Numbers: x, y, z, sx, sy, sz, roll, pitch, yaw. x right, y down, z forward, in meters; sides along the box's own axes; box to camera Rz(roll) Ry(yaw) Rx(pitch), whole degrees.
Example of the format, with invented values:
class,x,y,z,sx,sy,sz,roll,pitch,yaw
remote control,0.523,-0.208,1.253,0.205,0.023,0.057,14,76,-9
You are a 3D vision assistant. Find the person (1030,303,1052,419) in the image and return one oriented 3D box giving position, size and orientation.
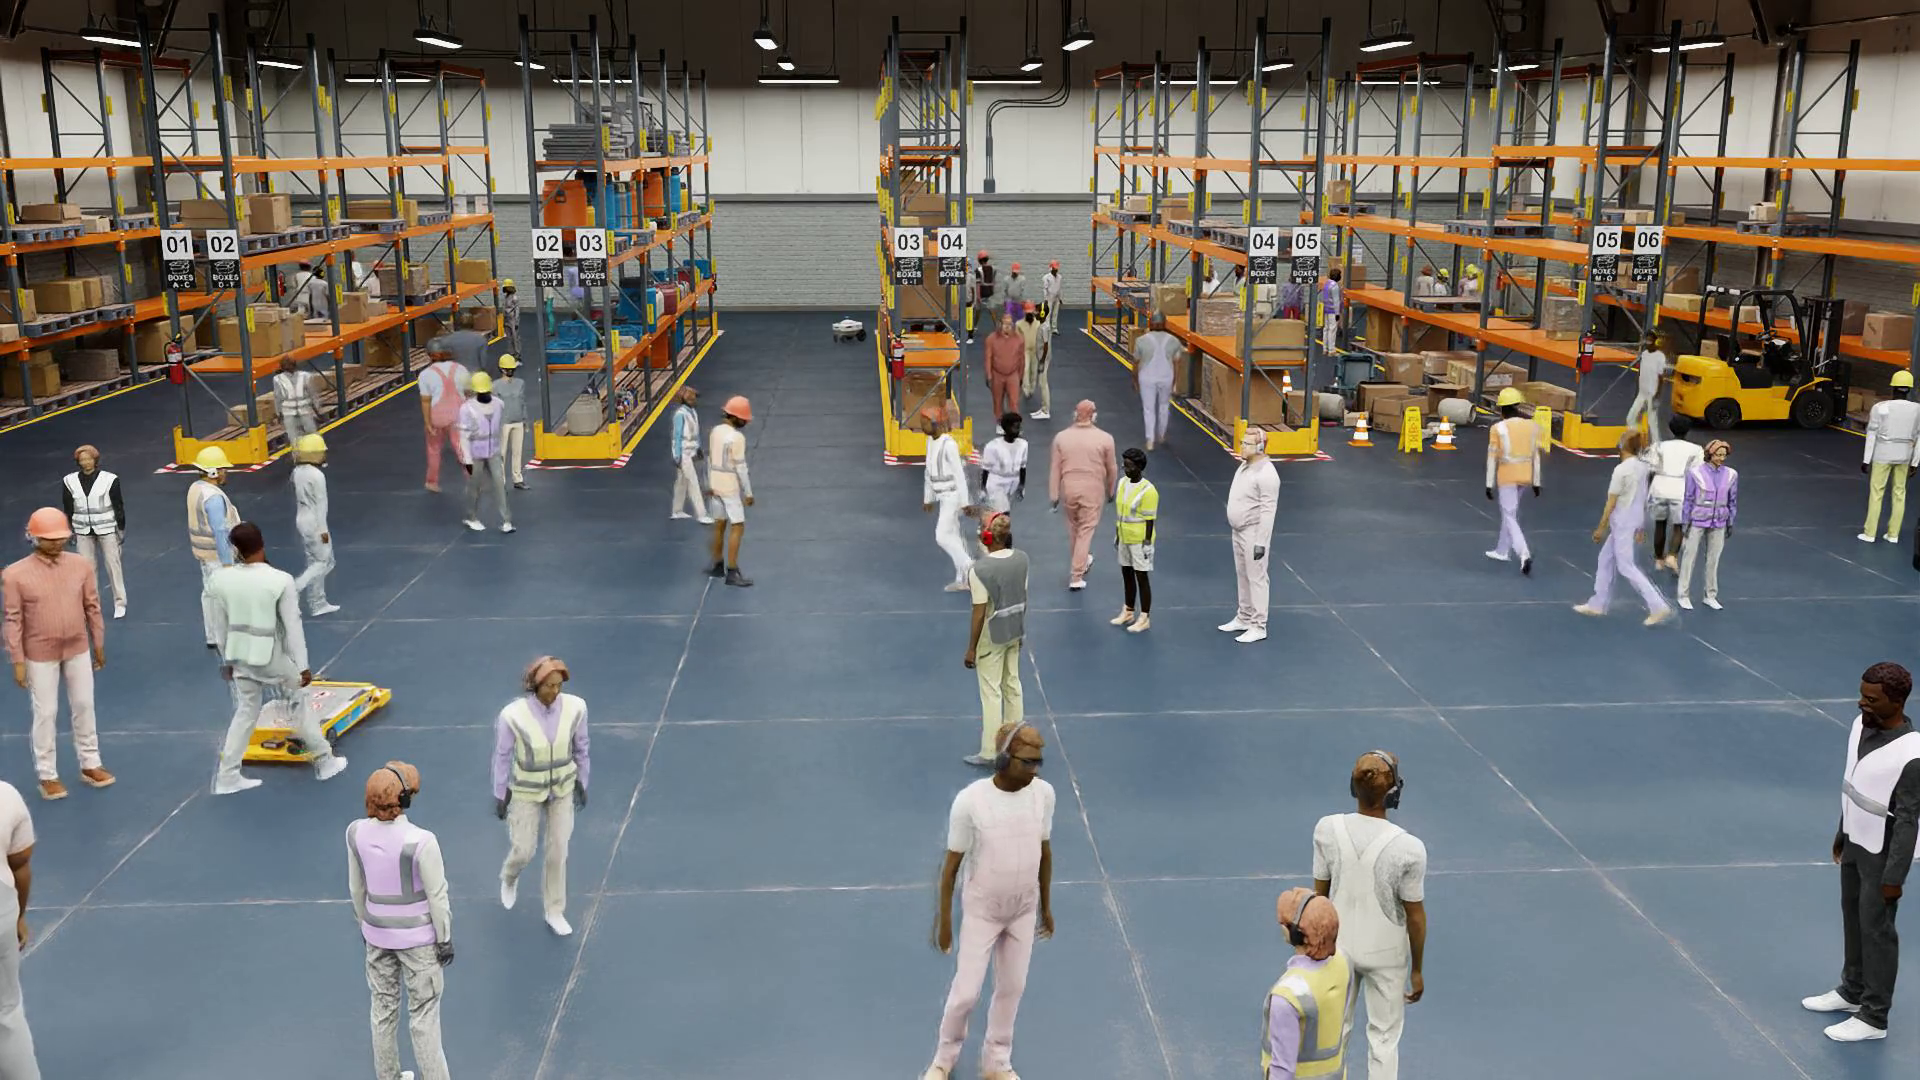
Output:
class,x,y,z,sx,sy,sz,roll,pitch,yaw
person,1.317,-2.895,26.896,0.328,1.872,0.513,0,13,0

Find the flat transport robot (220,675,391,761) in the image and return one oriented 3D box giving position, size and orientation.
class,x,y,z,sx,sy,sz,roll,pitch,yaw
flat transport robot,-4.878,1.319,12.471,0.652,0.197,1.431,1,13,4

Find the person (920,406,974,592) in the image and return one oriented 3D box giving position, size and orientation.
class,x,y,z,sx,sy,sz,roll,pitch,yaw
person,-0.117,-0.404,16.379,0.547,1.847,0.605,-4,14,-15

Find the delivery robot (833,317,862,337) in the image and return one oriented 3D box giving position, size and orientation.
class,x,y,z,sx,sy,sz,roll,pitch,yaw
delivery robot,-2.543,-4.801,37.587,0.477,0.478,0.707,11,17,40

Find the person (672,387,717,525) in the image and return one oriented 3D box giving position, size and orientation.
class,x,y,z,sx,sy,sz,roll,pitch,yaw
person,-3.092,-0.985,19.357,0.685,1.607,0.584,1,13,6

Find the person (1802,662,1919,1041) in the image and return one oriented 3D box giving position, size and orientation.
class,x,y,z,sx,sy,sz,roll,pitch,yaw
person,4.487,1.513,8.143,0.396,1.911,0.588,1,13,4

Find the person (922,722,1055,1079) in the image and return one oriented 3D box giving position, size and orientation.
class,x,y,z,sx,sy,sz,roll,pitch,yaw
person,0.129,1.688,7.610,0.618,1.824,0.459,-6,15,-26

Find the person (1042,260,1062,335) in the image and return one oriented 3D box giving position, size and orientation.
class,x,y,z,sx,sy,sz,roll,pitch,yaw
person,2.170,-5.625,38.705,0.563,1.755,0.320,-11,17,-39

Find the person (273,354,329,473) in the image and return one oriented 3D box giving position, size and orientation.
class,x,y,z,sx,sy,sz,roll,pitch,yaw
person,-8.938,-1.721,22.480,0.628,1.612,0.433,-8,15,-29

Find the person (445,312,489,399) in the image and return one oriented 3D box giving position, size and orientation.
class,x,y,z,sx,sy,sz,roll,pitch,yaw
person,-7.370,-2.441,24.893,0.634,1.915,0.787,-2,13,-8

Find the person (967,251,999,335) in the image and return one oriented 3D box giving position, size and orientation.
class,x,y,z,sx,sy,sz,roll,pitch,yaw
person,0.586,-5.697,38.544,0.610,1.994,1.071,-8,16,-32

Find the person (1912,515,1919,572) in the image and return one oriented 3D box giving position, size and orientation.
class,x,y,z,sx,sy,sz,roll,pitch,yaw
person,8.466,0.159,14.135,0.654,1.787,0.977,8,15,30

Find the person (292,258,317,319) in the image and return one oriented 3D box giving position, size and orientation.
class,x,y,z,sx,sy,sz,roll,pitch,yaw
person,-14.316,-5.192,36.411,0.617,1.984,1.098,0,13,0

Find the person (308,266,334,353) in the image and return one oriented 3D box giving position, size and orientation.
class,x,y,z,sx,sy,sz,roll,pitch,yaw
person,-13.616,-4.908,35.452,0.524,1.861,0.333,2,13,6

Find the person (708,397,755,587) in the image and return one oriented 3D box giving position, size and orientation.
class,x,y,z,sx,sy,sz,roll,pitch,yaw
person,-2.324,-0.514,16.782,0.410,1.897,0.753,-9,16,-34

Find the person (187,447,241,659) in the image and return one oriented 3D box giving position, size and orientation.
class,x,y,z,sx,sy,sz,roll,pitch,yaw
person,-6.365,0.105,14.274,0.404,1.827,0.601,-11,17,-39

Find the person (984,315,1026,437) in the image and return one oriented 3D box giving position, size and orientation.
class,x,y,z,sx,sy,sz,roll,pitch,yaw
person,0.681,-2.461,25.088,0.642,1.853,1.008,-1,13,-4

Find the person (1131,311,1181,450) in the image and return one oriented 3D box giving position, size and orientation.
class,x,y,z,sx,sy,sz,roll,pitch,yaw
person,2.853,-2.395,24.412,0.687,2.000,0.989,-1,13,-4

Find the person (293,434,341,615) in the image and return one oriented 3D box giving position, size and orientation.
class,x,y,z,sx,sy,sz,roll,pitch,yaw
person,-6.057,-0.119,15.435,0.549,1.721,0.504,-12,18,-42

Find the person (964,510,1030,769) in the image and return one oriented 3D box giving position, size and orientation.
class,x,y,z,sx,sy,sz,roll,pitch,yaw
person,0.265,0.701,11.707,0.390,1.850,0.564,11,17,40

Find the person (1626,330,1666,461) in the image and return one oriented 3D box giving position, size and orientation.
class,x,y,z,sx,sy,sz,roll,pitch,yaw
person,9.562,-2.004,23.173,0.637,1.842,0.556,-4,14,-17

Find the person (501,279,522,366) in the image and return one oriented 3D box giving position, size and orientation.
class,x,y,z,sx,sy,sz,roll,pitch,yaw
person,-9.024,-4.357,33.366,0.492,1.742,0.301,12,18,40

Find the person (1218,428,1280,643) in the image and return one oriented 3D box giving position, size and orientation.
class,x,y,z,sx,sy,sz,roll,pitch,yaw
person,2.565,-0.053,14.772,0.407,1.913,0.641,-3,14,-13

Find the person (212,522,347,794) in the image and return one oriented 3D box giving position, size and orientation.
class,x,y,z,sx,sy,sz,roll,pitch,yaw
person,-4.721,0.788,11.345,0.653,1.870,0.744,3,14,14

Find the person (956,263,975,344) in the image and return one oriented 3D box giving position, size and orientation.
class,x,y,z,sx,sy,sz,roll,pitch,yaw
person,0.104,-5.319,37.202,0.497,1.861,0.327,6,14,23

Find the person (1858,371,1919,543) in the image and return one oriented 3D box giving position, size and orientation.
class,x,y,z,sx,sy,sz,roll,pitch,yaw
person,10.306,-0.910,18.394,0.587,1.921,0.388,2,13,8

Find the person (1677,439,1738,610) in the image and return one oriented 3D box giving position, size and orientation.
class,x,y,z,sx,sy,sz,roll,pitch,yaw
person,7.080,-0.145,15.763,0.514,1.634,0.312,0,13,-1

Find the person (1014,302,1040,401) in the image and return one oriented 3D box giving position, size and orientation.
class,x,y,z,sx,sy,sz,roll,pitch,yaw
person,1.221,-3.285,28.914,0.564,1.701,0.937,-1,13,-4

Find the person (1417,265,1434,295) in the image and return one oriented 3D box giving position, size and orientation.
class,x,y,z,sx,sy,sz,roll,pitch,yaw
person,10.915,-5.626,38.992,0.311,1.625,0.517,-7,15,-28

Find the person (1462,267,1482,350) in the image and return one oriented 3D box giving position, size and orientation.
class,x,y,z,sx,sy,sz,roll,pitch,yaw
person,11.122,-5.038,36.151,0.643,1.787,0.529,-6,15,-25

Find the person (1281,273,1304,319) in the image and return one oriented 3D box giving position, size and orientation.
class,x,y,z,sx,sy,sz,roll,pitch,yaw
person,7.436,-5.208,37.226,0.500,1.629,0.289,0,13,-1

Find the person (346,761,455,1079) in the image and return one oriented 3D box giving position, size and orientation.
class,x,y,z,sx,sy,sz,roll,pitch,yaw
person,-2.516,1.795,7.525,0.511,1.640,0.308,5,14,20

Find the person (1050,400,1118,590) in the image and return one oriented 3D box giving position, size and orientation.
class,x,y,z,sx,sy,sz,roll,pitch,yaw
person,1.259,-0.474,16.681,0.632,1.846,0.975,6,15,25

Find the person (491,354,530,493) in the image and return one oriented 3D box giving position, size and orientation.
class,x,y,z,sx,sy,sz,roll,pitch,yaw
person,-5.711,-1.483,21.138,0.327,1.767,0.533,12,18,42

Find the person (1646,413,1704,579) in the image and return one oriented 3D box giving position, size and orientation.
class,x,y,z,sx,sy,sz,roll,pitch,yaw
person,7.265,-0.445,16.969,0.544,1.666,0.656,7,15,29

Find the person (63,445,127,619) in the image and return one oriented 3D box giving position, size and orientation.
class,x,y,z,sx,sy,sz,roll,pitch,yaw
person,-8.017,-0.072,15.436,0.525,1.637,0.307,-2,13,-7

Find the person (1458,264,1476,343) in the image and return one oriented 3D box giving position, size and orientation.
class,x,y,z,sx,sy,sz,roll,pitch,yaw
person,11.415,-5.293,37.279,0.525,1.769,0.308,9,16,34

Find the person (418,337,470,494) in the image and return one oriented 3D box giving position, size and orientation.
class,x,y,z,sx,sy,sz,roll,pitch,yaw
person,-6.467,-1.587,20.989,0.687,2.000,0.958,-11,17,-39

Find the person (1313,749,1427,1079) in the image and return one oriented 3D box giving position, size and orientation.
class,x,y,z,sx,sy,sz,roll,pitch,yaw
person,1.749,1.781,7.143,0.508,1.846,0.345,9,16,34

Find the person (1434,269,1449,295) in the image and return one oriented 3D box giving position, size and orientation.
class,x,y,z,sx,sy,sz,roll,pitch,yaw
person,10.369,-4.976,35.958,0.337,1.757,0.518,8,15,31

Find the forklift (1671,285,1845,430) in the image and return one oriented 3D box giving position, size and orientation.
class,x,y,z,sx,sy,sz,roll,pitch,yaw
forklift,12.503,-2.886,26.166,2.313,2.155,1.214,-1,13,-3

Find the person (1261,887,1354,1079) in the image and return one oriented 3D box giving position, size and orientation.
class,x,y,z,sx,sy,sz,roll,pitch,yaw
person,1.293,2.088,6.276,0.310,1.642,0.514,11,17,39

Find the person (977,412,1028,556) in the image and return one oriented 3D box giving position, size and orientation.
class,x,y,z,sx,sy,sz,roll,pitch,yaw
person,0.420,-0.566,17.506,0.536,1.645,0.860,-10,17,-38

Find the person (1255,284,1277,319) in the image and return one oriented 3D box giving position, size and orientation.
class,x,y,z,sx,sy,sz,roll,pitch,yaw
person,6.324,-4.773,34.731,0.595,1.925,0.375,7,15,27

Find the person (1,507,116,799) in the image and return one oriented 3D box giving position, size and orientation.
class,x,y,z,sx,sy,sz,roll,pitch,yaw
person,-6.081,0.750,11.223,0.418,1.983,0.639,10,16,36

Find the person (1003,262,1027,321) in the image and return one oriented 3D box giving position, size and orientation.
class,x,y,z,sx,sy,sz,roll,pitch,yaw
person,1.289,-5.616,38.762,0.572,1.717,0.746,3,14,11

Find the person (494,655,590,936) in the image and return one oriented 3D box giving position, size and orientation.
class,x,y,z,sx,sy,sz,roll,pitch,yaw
person,-2.344,1.391,9.273,0.530,1.618,0.516,-9,16,-34

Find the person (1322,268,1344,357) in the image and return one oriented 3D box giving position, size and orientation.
class,x,y,z,sx,sy,sz,roll,pitch,yaw
person,7.849,-4.785,34.963,0.429,1.842,0.634,-2,13,-9

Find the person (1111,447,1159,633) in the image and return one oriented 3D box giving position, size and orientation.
class,x,y,z,sx,sy,sz,roll,pitch,yaw
person,1.584,-0.007,15.049,0.320,1.694,0.535,-7,15,-29

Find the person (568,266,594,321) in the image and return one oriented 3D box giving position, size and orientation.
class,x,y,z,sx,sy,sz,roll,pitch,yaw
person,-8.876,-5.752,38.936,0.555,1.900,0.449,-5,14,-21

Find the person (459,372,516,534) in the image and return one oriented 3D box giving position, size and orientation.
class,x,y,z,sx,sy,sz,roll,pitch,yaw
person,-5.353,-0.978,18.779,0.617,1.869,0.991,-13,18,-43

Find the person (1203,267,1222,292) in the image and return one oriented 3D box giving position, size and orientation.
class,x,y,z,sx,sy,sz,roll,pitch,yaw
person,5.238,-4.826,35.151,0.613,1.828,0.972,0,13,0

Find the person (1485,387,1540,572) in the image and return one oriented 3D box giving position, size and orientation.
class,x,y,z,sx,sy,sz,roll,pitch,yaw
person,5.797,-0.630,17.294,0.631,1.887,0.857,-5,14,-19

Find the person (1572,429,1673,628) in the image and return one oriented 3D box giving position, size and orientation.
class,x,y,z,sx,sy,sz,roll,pitch,yaw
person,6.167,-0.108,15.259,0.877,1.798,0.547,11,17,39

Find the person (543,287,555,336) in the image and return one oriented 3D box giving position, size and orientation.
class,x,y,z,sx,sy,sz,roll,pitch,yaw
person,-9.613,-5.632,38.710,0.300,1.772,0.528,-2,13,-7
